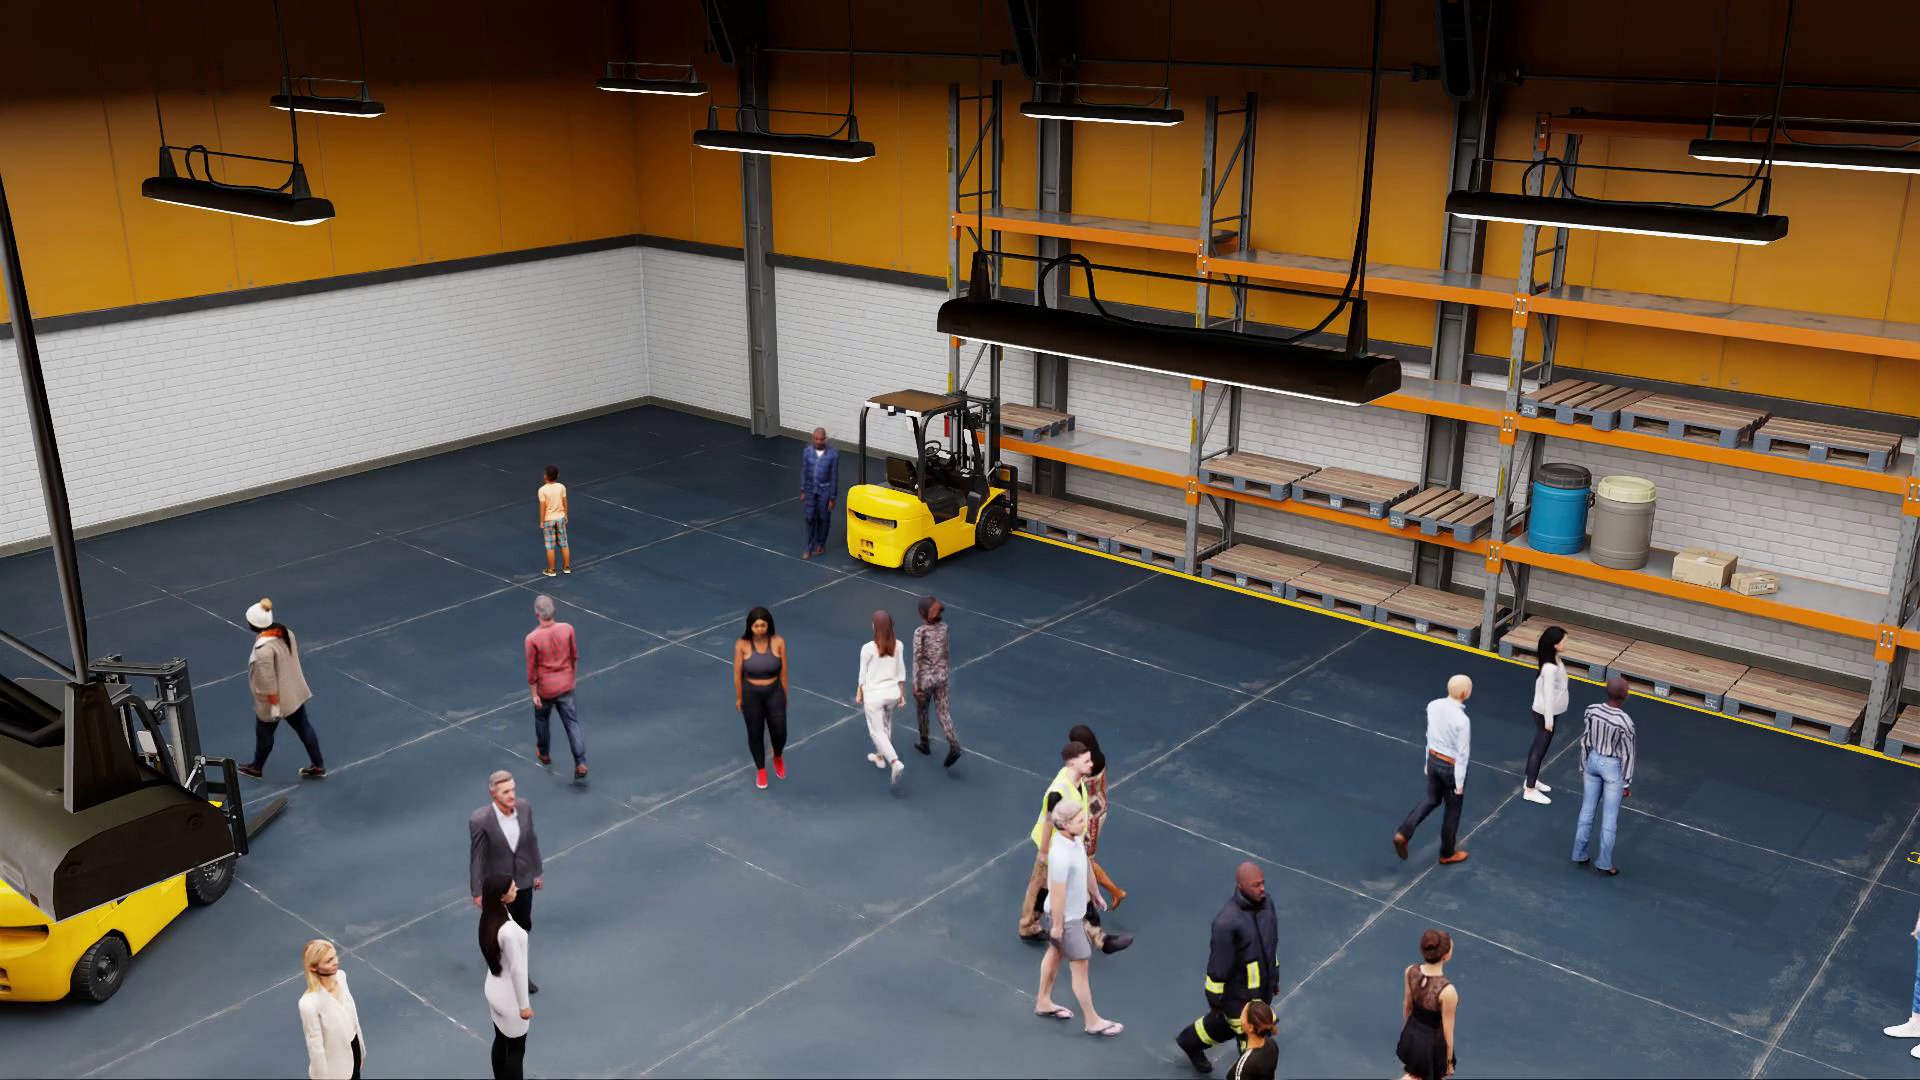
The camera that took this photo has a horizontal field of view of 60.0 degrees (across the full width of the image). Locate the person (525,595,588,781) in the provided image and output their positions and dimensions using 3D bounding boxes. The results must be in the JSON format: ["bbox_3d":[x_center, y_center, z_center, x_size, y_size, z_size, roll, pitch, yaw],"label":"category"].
[{"bbox_3d":[-3.812,1.431,15.802,0.992,1.790,1.305,-10,21,-26],"label":"person"}]

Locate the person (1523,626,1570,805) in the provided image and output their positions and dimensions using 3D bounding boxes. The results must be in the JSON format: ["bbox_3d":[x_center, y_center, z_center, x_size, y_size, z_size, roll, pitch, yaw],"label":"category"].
[{"bbox_3d":[5.443,1.595,15.454,0.666,1.701,0.690,6,20,18],"label":"person"}]

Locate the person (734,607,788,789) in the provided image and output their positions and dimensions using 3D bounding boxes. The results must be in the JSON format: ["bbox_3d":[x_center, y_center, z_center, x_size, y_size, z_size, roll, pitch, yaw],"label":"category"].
[{"bbox_3d":[-1.878,1.443,15.739,0.811,1.807,0.867,-3,19,-8],"label":"person"}]

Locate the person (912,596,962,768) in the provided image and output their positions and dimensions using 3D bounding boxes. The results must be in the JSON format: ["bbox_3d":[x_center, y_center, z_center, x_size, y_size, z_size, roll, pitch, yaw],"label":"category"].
[{"bbox_3d":[-0.216,1.395,16.072,0.831,1.685,1.132,-11,22,-30],"label":"person"}]

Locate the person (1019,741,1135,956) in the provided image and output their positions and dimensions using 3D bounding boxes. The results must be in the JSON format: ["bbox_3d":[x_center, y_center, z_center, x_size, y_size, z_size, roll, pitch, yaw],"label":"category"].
[{"bbox_3d":[0.717,2.400,12.935,1.277,1.783,1.016,6,19,16],"label":"person"}]

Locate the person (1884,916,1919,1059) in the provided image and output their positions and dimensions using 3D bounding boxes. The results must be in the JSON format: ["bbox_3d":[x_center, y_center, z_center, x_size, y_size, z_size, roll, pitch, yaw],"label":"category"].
[{"bbox_3d":[6.936,2.802,11.737,0.751,1.785,0.683,-4,19,-12],"label":"person"}]

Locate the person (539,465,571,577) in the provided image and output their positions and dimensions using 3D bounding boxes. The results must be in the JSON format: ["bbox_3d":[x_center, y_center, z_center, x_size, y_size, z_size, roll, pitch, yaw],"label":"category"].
[{"bbox_3d":[-5.207,-0.260,21.339,0.564,1.462,0.553,-14,23,-35],"label":"person"}]

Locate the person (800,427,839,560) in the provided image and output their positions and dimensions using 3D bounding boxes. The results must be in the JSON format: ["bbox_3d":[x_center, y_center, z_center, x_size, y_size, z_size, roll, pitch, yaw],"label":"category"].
[{"bbox_3d":[-1.858,-0.662,22.029,1.019,1.783,1.047,2,19,6],"label":"person"}]

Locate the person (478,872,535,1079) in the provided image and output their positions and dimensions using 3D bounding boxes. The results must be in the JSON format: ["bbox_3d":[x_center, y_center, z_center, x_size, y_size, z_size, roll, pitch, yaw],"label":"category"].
[{"bbox_3d":[-3.021,3.020,11.057,0.708,1.807,0.514,-14,23,-37],"label":"person"}]

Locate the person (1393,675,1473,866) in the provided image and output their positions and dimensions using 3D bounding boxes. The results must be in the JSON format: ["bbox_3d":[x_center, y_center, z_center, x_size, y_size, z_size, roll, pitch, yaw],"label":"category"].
[{"bbox_3d":[4.074,1.988,14.167,0.947,1.778,1.041,-9,21,-25],"label":"person"}]

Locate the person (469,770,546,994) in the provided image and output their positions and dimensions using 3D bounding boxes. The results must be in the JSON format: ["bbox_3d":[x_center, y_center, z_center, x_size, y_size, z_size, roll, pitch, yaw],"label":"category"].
[{"bbox_3d":[-3.438,2.538,12.453,0.649,1.829,0.718,16,24,39],"label":"person"}]

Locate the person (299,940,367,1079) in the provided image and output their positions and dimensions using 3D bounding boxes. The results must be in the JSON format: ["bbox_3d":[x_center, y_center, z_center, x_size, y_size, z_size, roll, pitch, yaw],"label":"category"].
[{"bbox_3d":[-3.828,3.277,10.215,0.712,1.858,0.689,1,19,4],"label":"person"}]

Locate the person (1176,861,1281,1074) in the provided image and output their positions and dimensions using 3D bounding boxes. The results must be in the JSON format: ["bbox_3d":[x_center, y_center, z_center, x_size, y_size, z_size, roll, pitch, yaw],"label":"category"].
[{"bbox_3d":[1.847,2.957,11.272,1.174,1.788,0.724,15,24,38],"label":"person"}]

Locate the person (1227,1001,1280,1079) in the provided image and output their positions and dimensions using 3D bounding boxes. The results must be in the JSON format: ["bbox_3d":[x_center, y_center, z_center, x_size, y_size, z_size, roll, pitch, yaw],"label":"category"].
[{"bbox_3d":[1.784,3.503,9.856,0.732,1.658,0.596,14,23,36],"label":"person"}]

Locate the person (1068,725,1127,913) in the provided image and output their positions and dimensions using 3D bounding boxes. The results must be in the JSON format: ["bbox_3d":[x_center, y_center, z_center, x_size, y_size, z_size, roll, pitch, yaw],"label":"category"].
[{"bbox_3d":[1.082,2.285,13.522,0.913,1.626,0.707,15,23,37],"label":"person"}]

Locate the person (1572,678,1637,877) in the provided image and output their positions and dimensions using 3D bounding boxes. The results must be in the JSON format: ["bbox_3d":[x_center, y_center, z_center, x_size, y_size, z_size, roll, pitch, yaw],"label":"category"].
[{"bbox_3d":[5.473,1.997,14.113,0.728,1.796,0.547,-13,23,-34],"label":"person"}]

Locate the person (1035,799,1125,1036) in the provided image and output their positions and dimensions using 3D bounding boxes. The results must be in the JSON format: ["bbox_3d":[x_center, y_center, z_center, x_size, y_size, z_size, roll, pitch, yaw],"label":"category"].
[{"bbox_3d":[0.687,2.688,12.037,1.042,1.810,0.905,4,19,11],"label":"person"}]

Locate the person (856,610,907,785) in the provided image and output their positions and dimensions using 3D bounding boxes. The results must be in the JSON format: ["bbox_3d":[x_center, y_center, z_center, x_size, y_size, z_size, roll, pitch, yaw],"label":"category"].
[{"bbox_3d":[-0.711,1.501,15.784,0.777,1.668,1.067,-11,22,-30],"label":"person"}]

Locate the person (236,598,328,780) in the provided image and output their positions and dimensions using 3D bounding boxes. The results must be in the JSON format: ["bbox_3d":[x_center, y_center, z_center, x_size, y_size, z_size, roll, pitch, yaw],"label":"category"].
[{"bbox_3d":[-6.314,1.439,15.673,1.231,1.856,1.077,3,19,9],"label":"person"}]

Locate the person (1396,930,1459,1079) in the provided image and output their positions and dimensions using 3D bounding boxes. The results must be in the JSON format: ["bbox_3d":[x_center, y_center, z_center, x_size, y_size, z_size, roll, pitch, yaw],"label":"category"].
[{"bbox_3d":[2.910,3.248,10.599,0.778,1.667,0.757,-10,21,-27],"label":"person"}]
